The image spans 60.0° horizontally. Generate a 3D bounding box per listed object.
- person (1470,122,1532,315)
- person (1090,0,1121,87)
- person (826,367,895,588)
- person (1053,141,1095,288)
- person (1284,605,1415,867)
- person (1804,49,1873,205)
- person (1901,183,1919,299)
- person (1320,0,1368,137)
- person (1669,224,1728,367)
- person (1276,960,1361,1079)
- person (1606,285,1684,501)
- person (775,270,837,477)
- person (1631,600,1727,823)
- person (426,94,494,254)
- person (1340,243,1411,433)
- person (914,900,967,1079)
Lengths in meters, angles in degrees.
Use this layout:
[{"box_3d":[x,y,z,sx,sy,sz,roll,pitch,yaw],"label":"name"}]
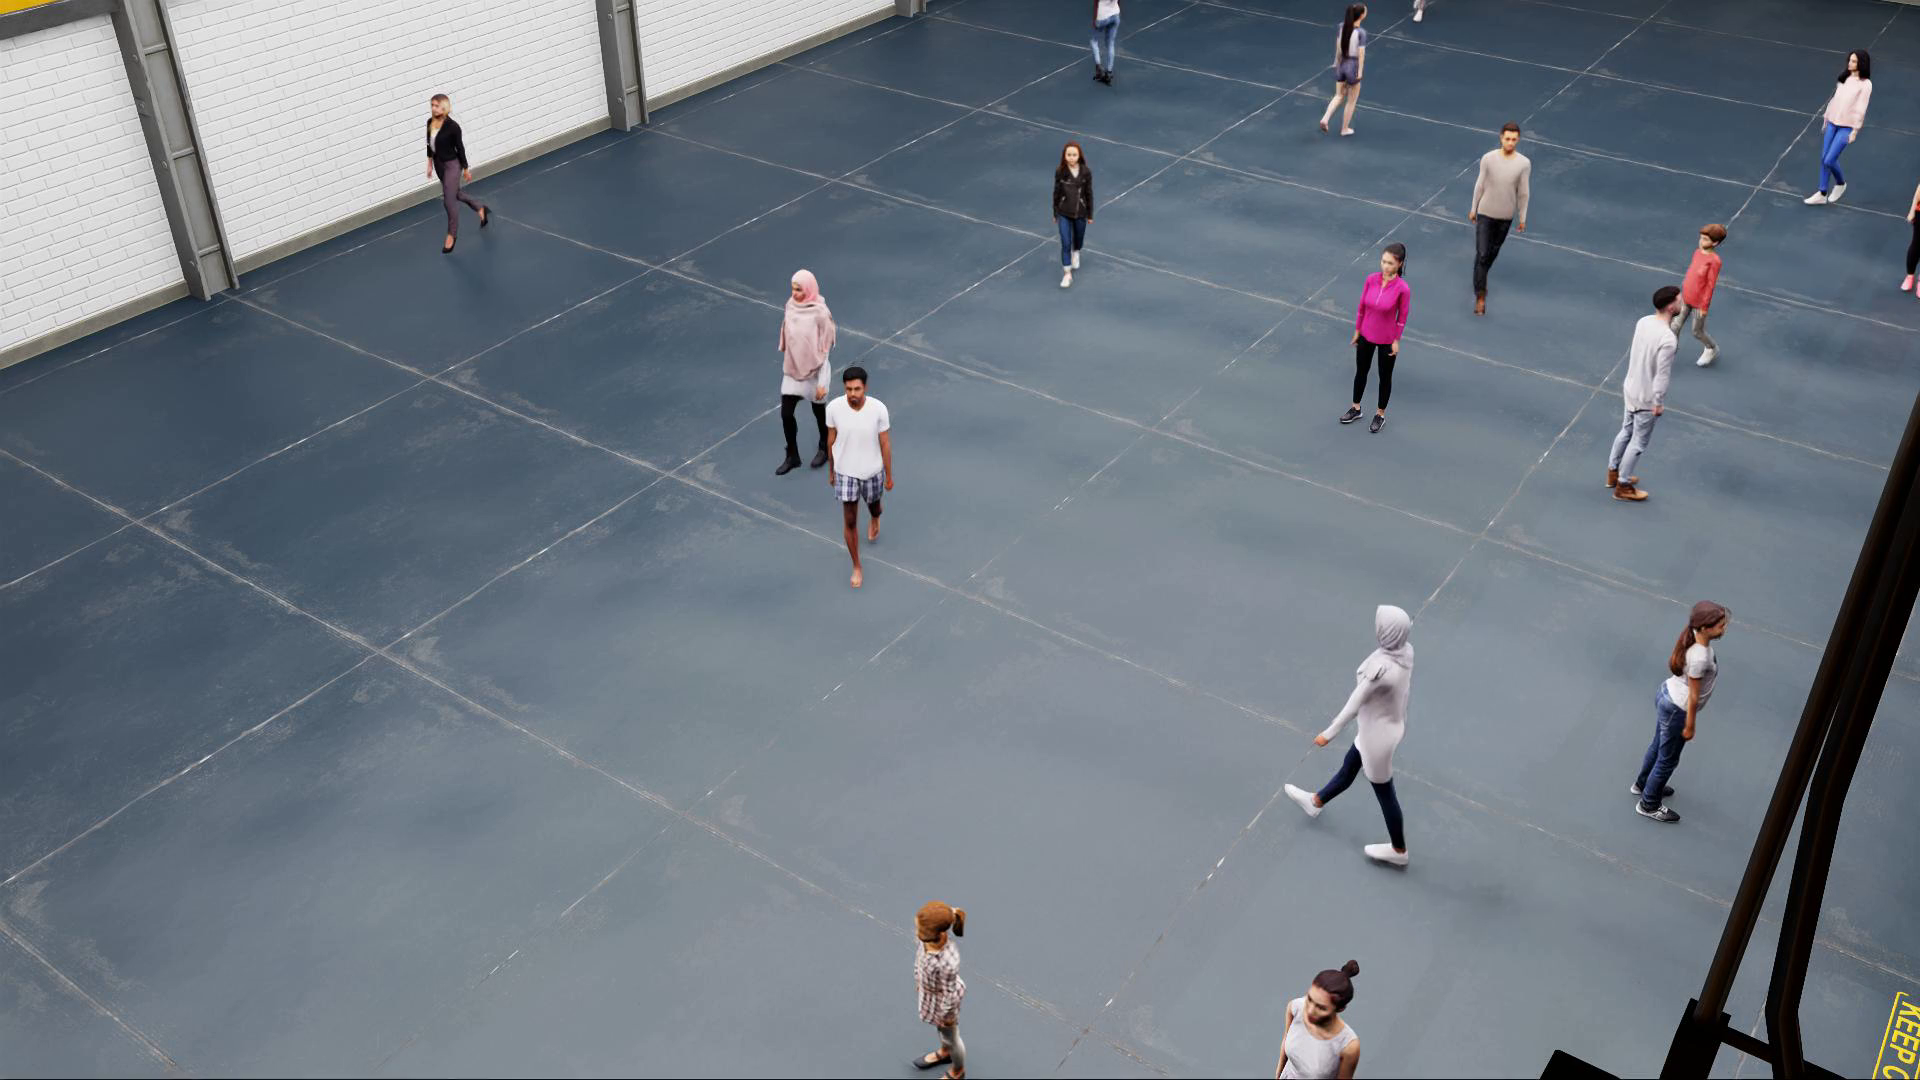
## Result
[{"box_3d":[5.276,-3.217,16.371,1.003,1.820,1.311,7,34,10],"label":"person"},{"box_3d":[1.971,-6.851,21.938,0.698,1.711,0.767,-10,35,-15],"label":"person"},{"box_3d":[-0.741,-0.558,12.477,1.007,1.702,1.160,1,34,1],"label":"person"},{"box_3d":[1.149,-3.345,16.886,0.845,1.463,0.985,2,34,3],"label":"person"},{"box_3d":[2.546,1.210,9.789,0.695,1.734,1.014,20,38,27],"label":"person"},{"box_3d":[9.850,-4.559,18.446,0.878,1.759,0.823,-8,34,-12],"label":"person"},{"box_3d":[9.749,-3.282,16.598,0.647,1.677,0.696,18,38,25],"label":"person"},{"box_3d":[4.682,-5.708,20.288,0.831,1.634,0.727,-22,39,-29],"label":"person"},{"box_3d":[6.810,-2.215,15.244,0.961,1.400,0.847,-10,35,-14],"label":"person"},{"box_3d":[1.670,2.592,7.823,0.593,1.609,0.607,-25,41,-32],"label":"person"},{"box_3d":[5.477,-1.184,13.294,0.825,1.842,0.744,-3,34,-4],"label":"person"},{"box_3d":[-1.183,-1.405,13.675,0.672,1.788,0.816,17,37,24],"label":"person"},{"box_3d":[4.428,1.022,10.228,0.672,1.562,0.567,7,34,11],"label":"person"},{"box_3d":[-5.333,-3.918,17.587,0.589,1.641,1.016,21,39,28],"label":"person"},{"box_3d":[3.601,-1.749,14.271,0.585,1.700,0.564,23,40,30],"label":"person"},{"box_3d":[-0.090,2.311,8.519,0.611,1.306,0.587,-14,36,-20],"label":"person"}]
